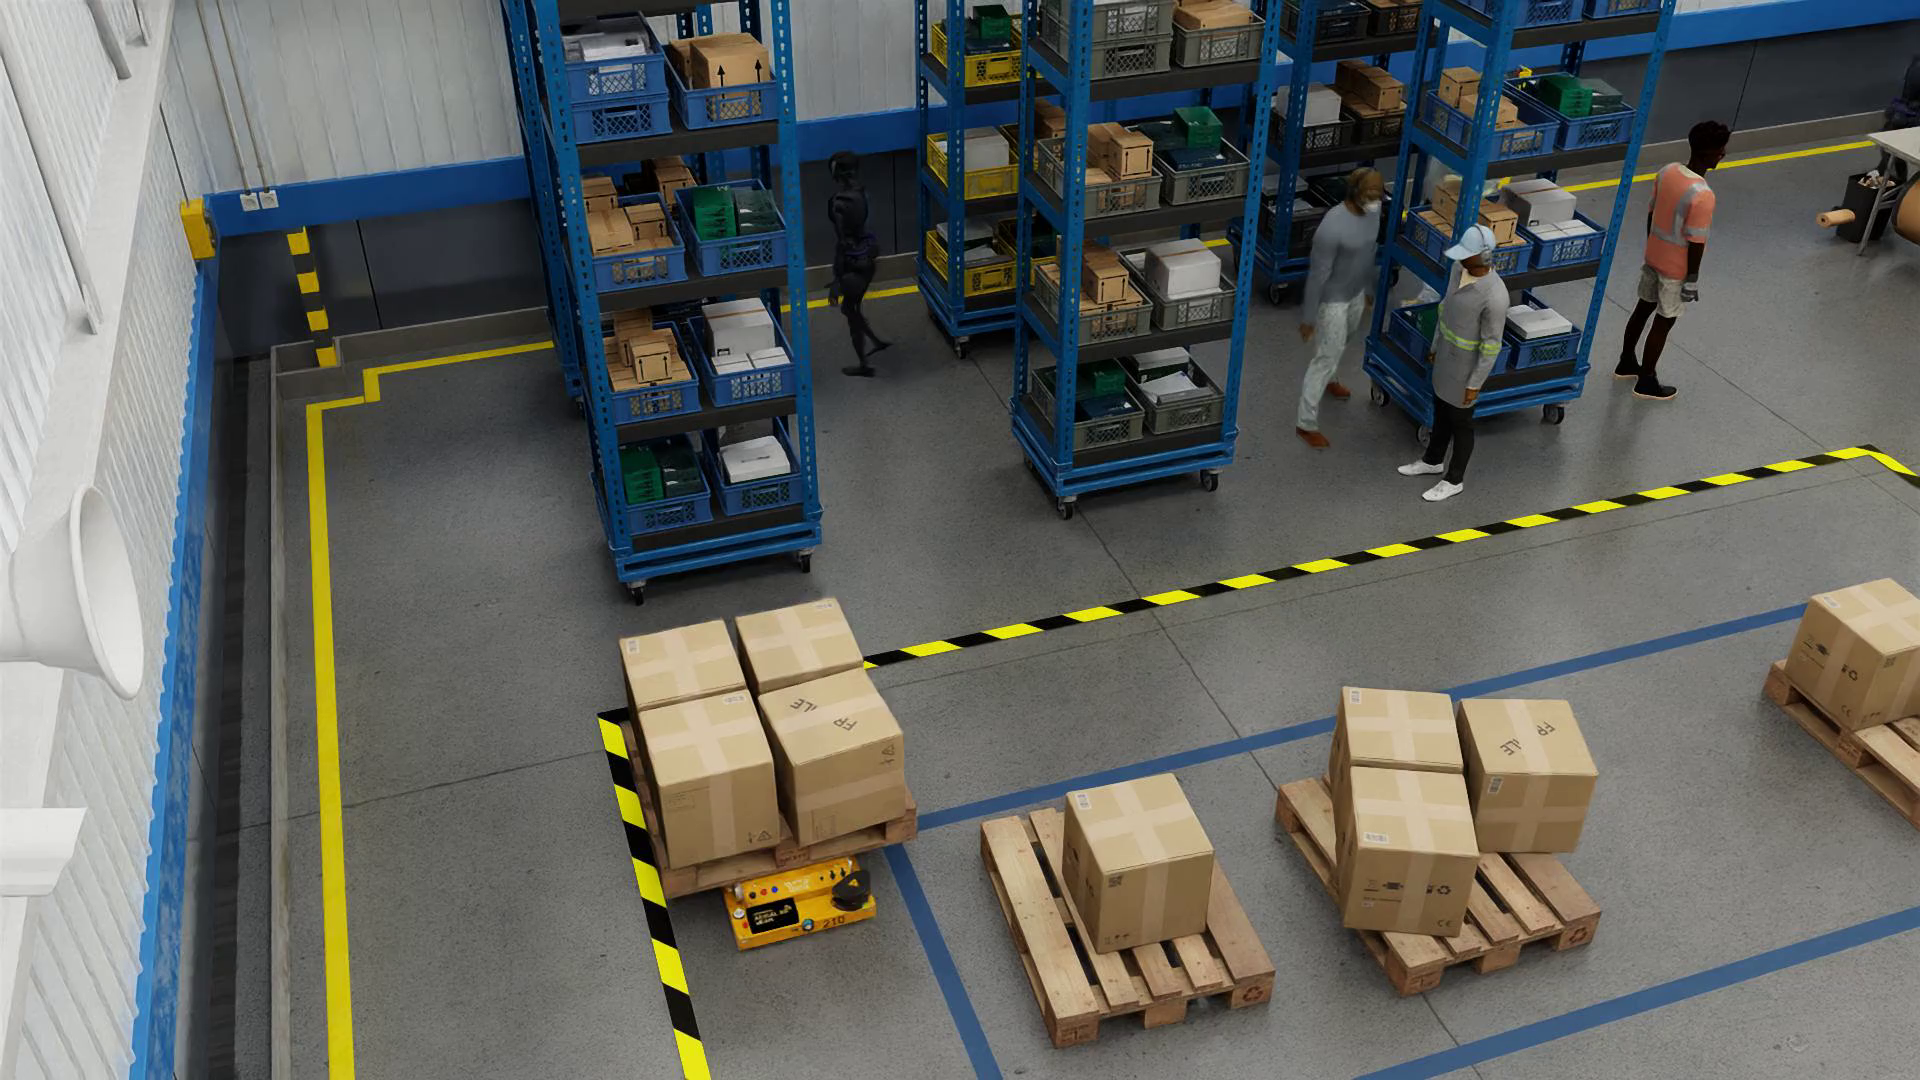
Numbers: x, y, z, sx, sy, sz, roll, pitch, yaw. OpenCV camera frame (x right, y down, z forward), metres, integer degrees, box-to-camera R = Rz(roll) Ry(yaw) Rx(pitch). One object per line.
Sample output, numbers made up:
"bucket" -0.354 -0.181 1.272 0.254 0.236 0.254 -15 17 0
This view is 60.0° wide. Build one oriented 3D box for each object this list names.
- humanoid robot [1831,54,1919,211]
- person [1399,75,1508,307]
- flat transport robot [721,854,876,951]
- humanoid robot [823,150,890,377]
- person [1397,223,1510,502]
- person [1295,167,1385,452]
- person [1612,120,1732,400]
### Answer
"humanoid robot" 7.818 -3.425 13.721 0.772 1.626 0.590 6 36 8
"person" 3.706 -2.549 12.343 0.727 1.805 0.434 -12 37 -16
"flat transport robot" -0.922 1.343 8.127 0.652 0.197 1.431 -11 37 -15
"humanoid robot" -0.729 -1.890 11.510 0.365 1.651 0.591 8 36 11
"person" 3.048 -1.094 10.237 0.395 1.848 0.587 -8 36 -11
"person" 2.477 -1.580 10.903 0.563 1.887 0.803 27 43 32
"person" 4.831 -1.891 11.264 0.361 1.964 0.612 -5 36 -7
